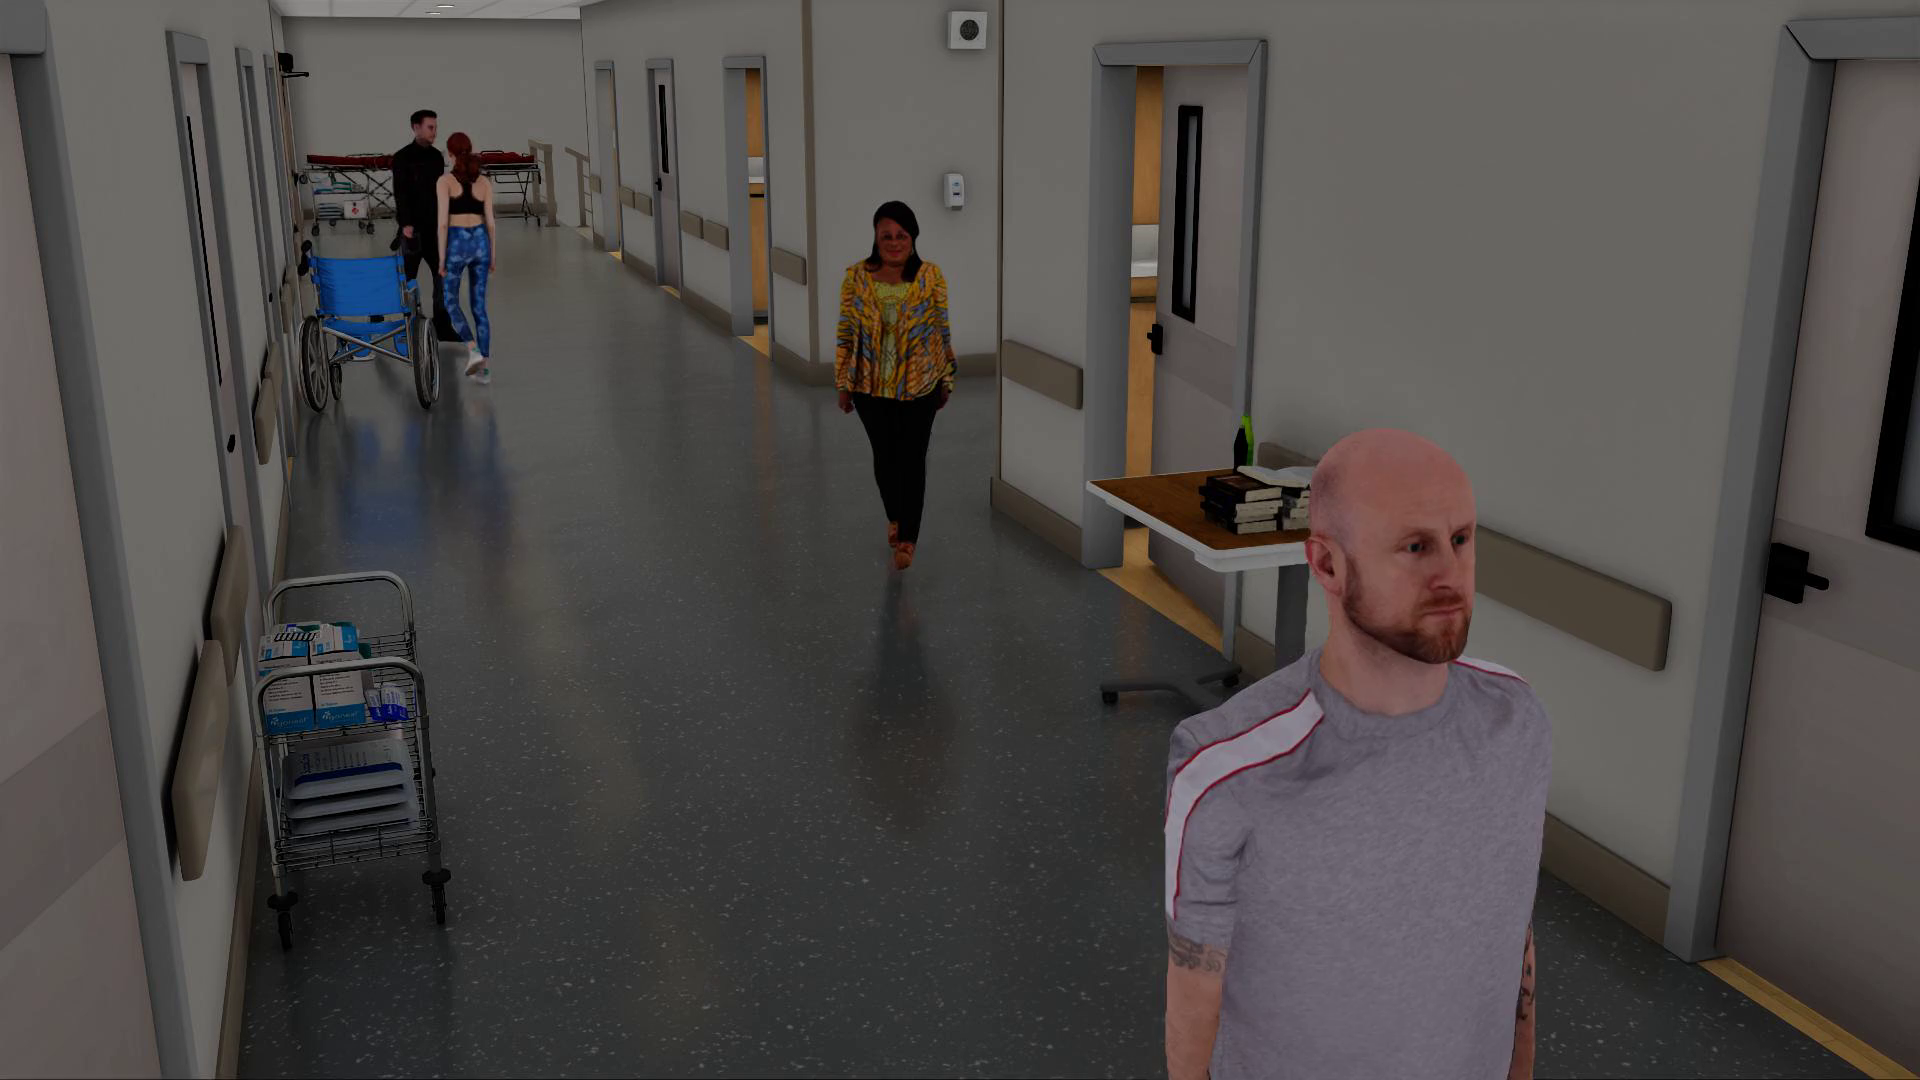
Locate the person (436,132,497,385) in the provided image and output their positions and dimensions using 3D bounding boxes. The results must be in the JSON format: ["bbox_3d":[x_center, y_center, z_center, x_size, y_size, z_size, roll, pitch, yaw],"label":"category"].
[{"bbox_3d":[-3.476,-1.978,11.839,0.710,1.772,0.766,-10,19,-32],"label":"person"}]

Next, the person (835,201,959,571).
[{"bbox_3d":[-0.288,-0.688,7.557,0.960,1.612,1.165,1,16,3],"label":"person"}]

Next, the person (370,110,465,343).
[{"bbox_3d":[-4.484,-2.546,13.671,1.271,1.871,1.127,11,19,34],"label":"person"}]

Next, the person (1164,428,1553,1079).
[{"bbox_3d":[0.442,0.751,2.096,0.708,1.805,1.144,-7,17,-23],"label":"person"}]
